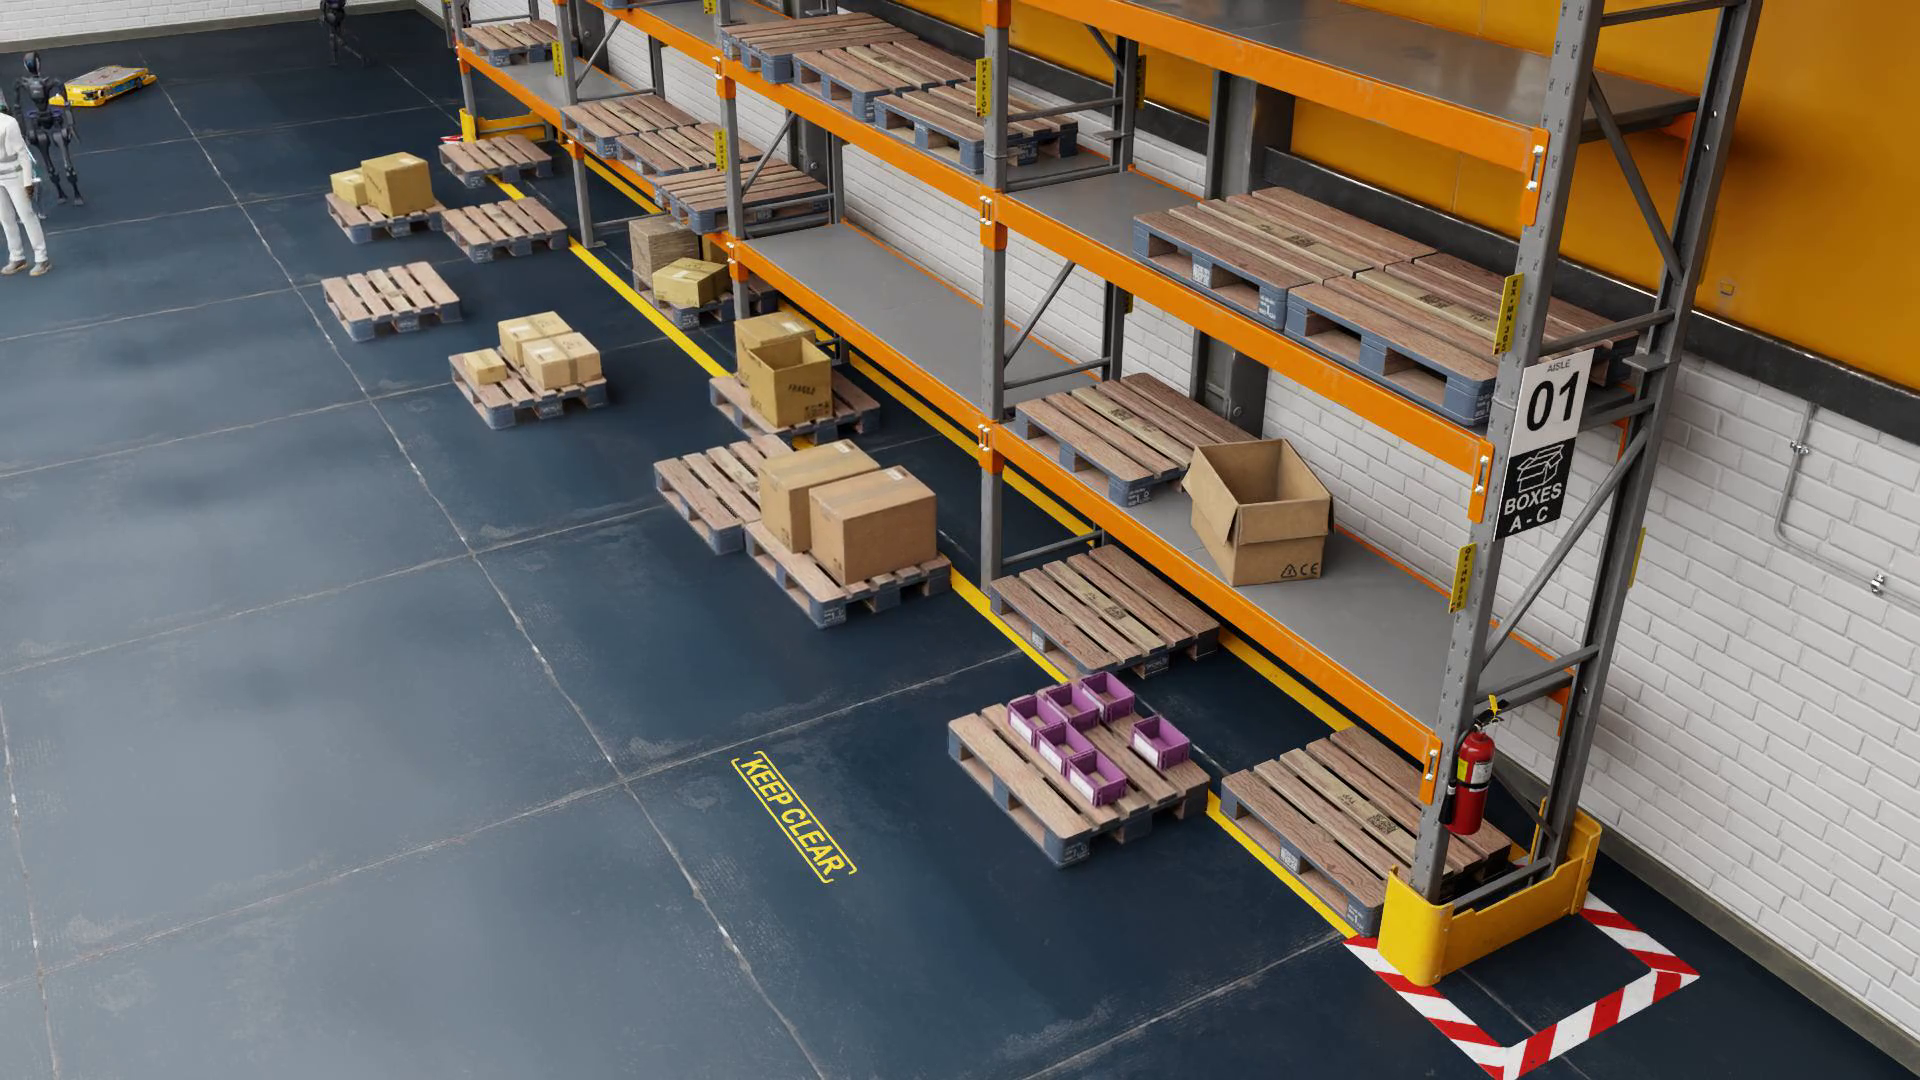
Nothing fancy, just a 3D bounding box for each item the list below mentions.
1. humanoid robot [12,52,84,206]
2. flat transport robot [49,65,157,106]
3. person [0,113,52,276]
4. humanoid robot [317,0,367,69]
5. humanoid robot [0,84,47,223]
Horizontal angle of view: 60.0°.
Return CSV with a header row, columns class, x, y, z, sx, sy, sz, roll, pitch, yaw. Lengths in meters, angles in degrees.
class,x,y,z,sx,sy,sz,roll,pitch,yaw
humanoid robot,-9.916,-4.466,18.087,0.599,1.643,0.348,-10,31,-17
flat transport robot,-11.570,-6.129,22.453,0.659,0.231,1.431,4,30,8
person,-9.290,-3.500,16.172,0.582,1.882,0.337,5,30,8
humanoid robot,-8.784,-7.492,23.462,0.693,1.646,0.589,1,30,1
humanoid robot,-10.005,-4.195,17.540,0.747,1.768,0.544,9,31,16
